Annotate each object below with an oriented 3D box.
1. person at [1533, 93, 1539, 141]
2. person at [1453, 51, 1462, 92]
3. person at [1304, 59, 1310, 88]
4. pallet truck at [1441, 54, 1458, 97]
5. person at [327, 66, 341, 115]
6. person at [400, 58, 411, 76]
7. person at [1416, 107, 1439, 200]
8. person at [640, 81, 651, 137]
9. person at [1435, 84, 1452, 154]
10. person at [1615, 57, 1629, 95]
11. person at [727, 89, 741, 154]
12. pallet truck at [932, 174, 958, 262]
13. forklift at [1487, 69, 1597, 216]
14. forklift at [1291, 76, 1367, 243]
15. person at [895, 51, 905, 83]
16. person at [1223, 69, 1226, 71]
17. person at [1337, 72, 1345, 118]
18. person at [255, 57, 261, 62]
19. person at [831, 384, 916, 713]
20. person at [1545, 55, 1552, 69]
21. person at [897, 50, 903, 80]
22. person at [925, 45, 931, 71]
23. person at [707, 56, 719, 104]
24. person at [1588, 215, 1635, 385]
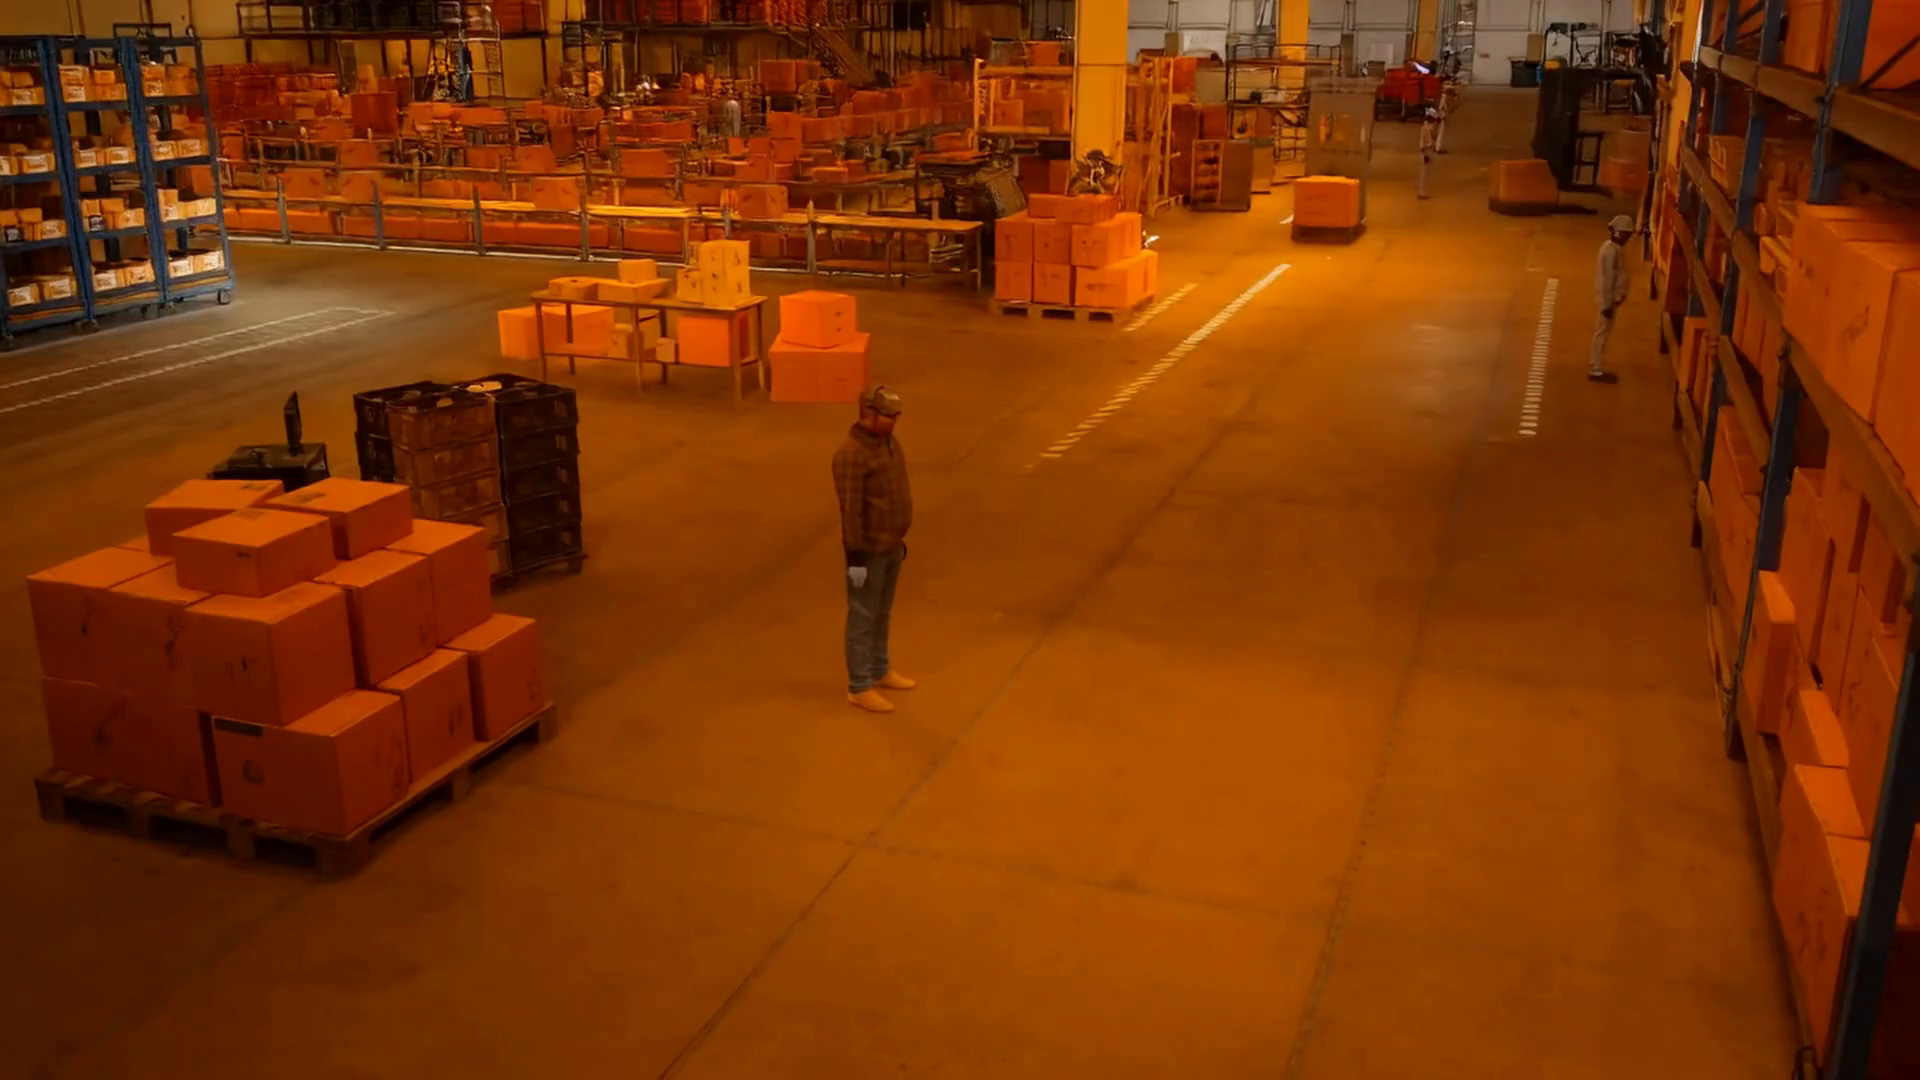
[{"bbox_3d":[17.328,-12.713,49.684,0.388,1.913,0.606,6,19,19],"label":"person"},{"bbox_3d":[24.716,-23.265,82.703,0.387,1.989,0.608,6,19,19],"label":"person"},{"bbox_3d":[17.723,-24.112,85.576,0.570,1.869,1.030,-17,24,-42],"label":"person"},{"bbox_3d":[22.765,-21.886,78.355,0.823,1.965,1.885,-4,18,-14],"label":"pallet truck"},{"bbox_3d":[-24.369,-17.484,64.714,0.356,1.883,0.573,6,19,19],"label":"person"},{"bbox_3d":[-24.443,-20.332,73.583,0.366,1.931,0.542,6,19,19],"label":"person"},{"bbox_3d":[10.041,-8.308,35.787,0.395,1.941,0.601,6,19,19],"label":"person"},{"bbox_3d":[-10.159,-13.973,53.880,0.320,1.763,0.522,6,19,19],"label":"person"},{"bbox_3d":[13.761,-11.972,47.317,0.366,1.931,0.542,6,19,19],"label":"person"},{"bbox_3d":[31.972,-22.300,79.981,0.516,1.794,0.936,-14,22,-37],"label":"person"},{"bbox_3d":[-6.187,-11.426,45.710,0.329,1.865,0.508,6,19,19],"label":"person"},{"bbox_3d":[-0.507,-5.292,27.348,0.653,1.274,1.630,6,19,19],"label":"pallet truck"},{"bbox_3d":[11.630,-7.882,32.923,1.873,2.768,1.129,0,18,0],"label":"forklift"},{"bbox_3d":[6.598,-6.755,29.381,1.129,2.768,1.873,6,19,19],"label":"forklift"},{"bbox_3d":[-3.524,-26.784,94.170,0.870,1.723,0.553,-2,18,-5],"label":"person"},{"bbox_3d":[9.489,-15.921,59.715,0.373,1.936,0.629,6,19,19],"label":"person"},{"bbox_3d":[14.446,-16.889,63.145,0.319,1.696,0.532,6,19,19],"label":"person"},{"bbox_3d":[-31.365,-20.626,74.513,0.366,1.927,0.585,6,19,19],"label":"person"},{"bbox_3d":[-0.474,0.035,9.634,0.409,1.904,0.640,6,19,19],"label":"person"},{"bbox_3d":[28.276,-22.336,79.979,0.329,1.872,0.508,6,19,19],"label":"person"},{"bbox_3d":[-3.533,-28.098,98.364,0.319,1.696,0.532,6,19,19],"label":"person"},{"bbox_3d":[-1.872,-28.816,100.242,0.366,1.931,0.542,6,19,19],"label":"person"},{"bbox_3d":[-10.769,-20.036,72.470,0.374,2.044,0.606,6,19,19],"label":"person"},{"bbox_3d":[7.073,-2.616,18.089,0.403,1.825,0.586,6,19,19],"label":"person"}]
